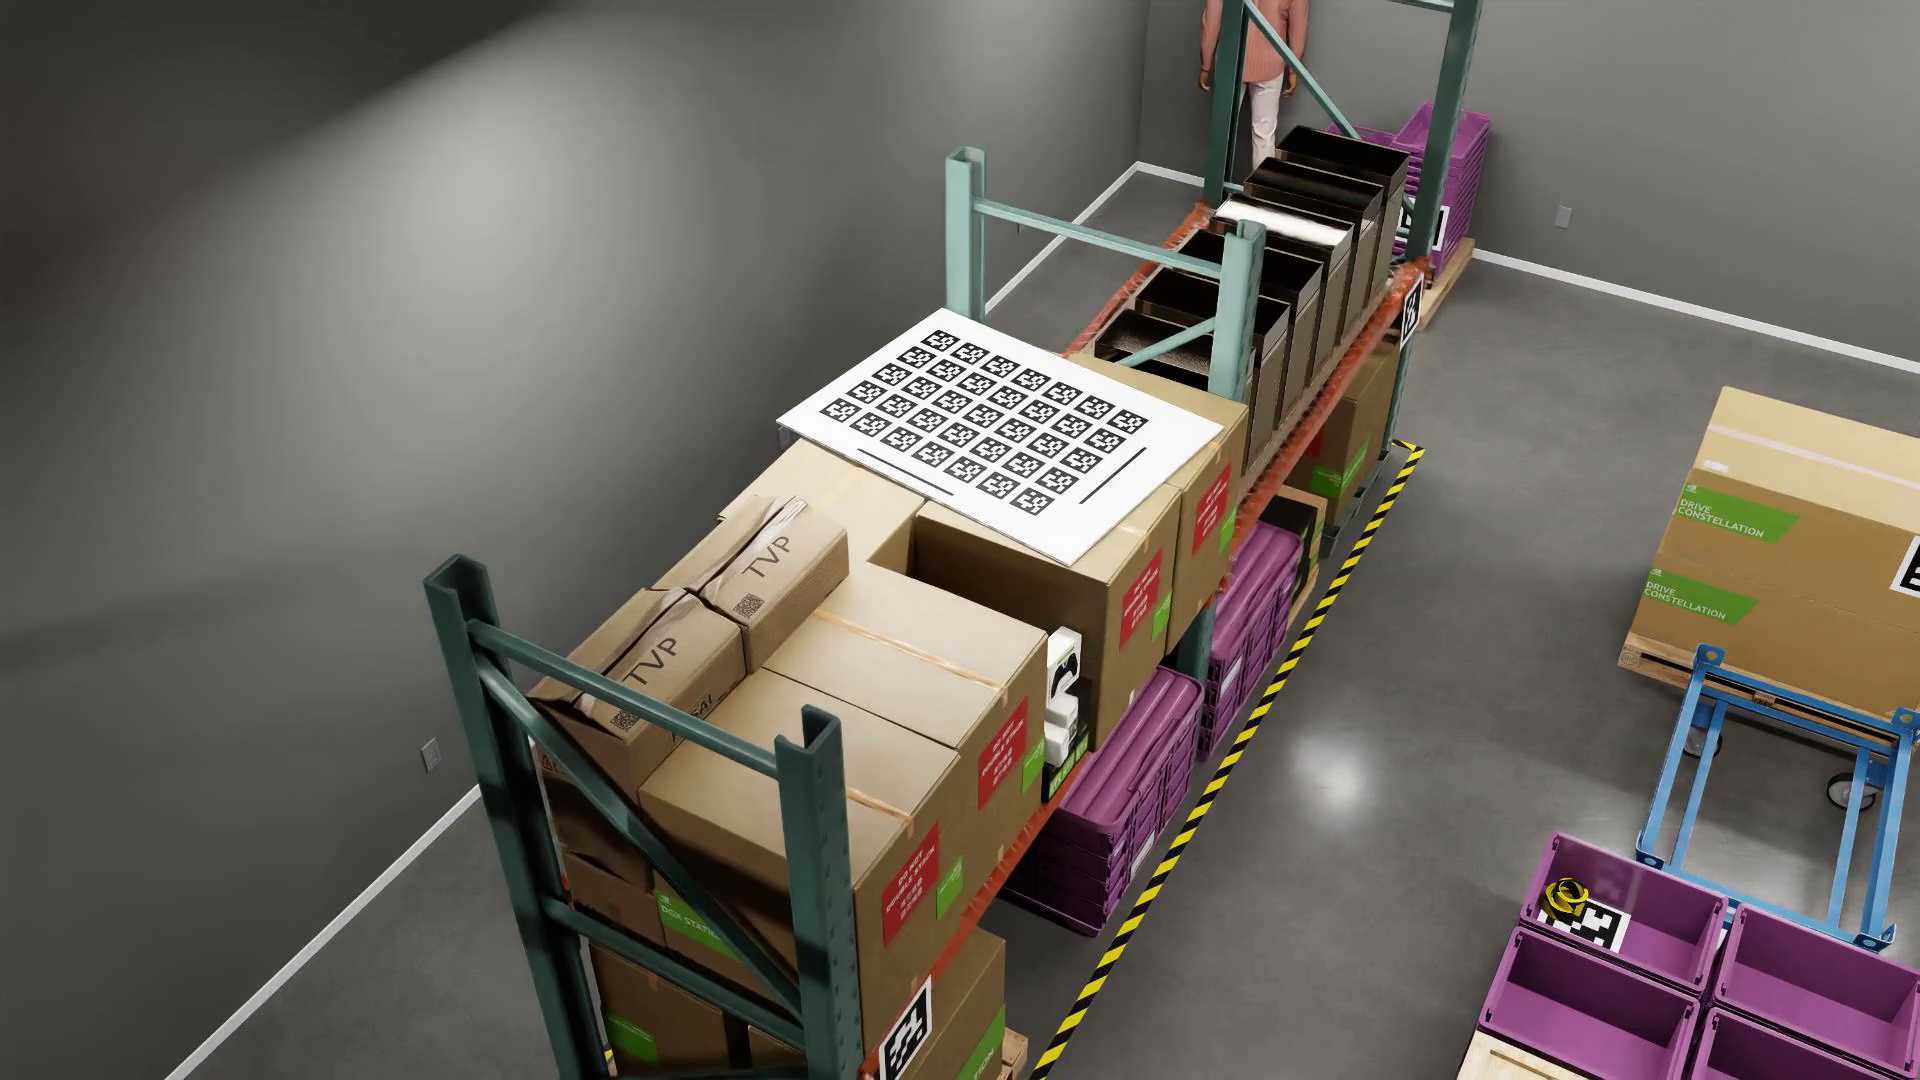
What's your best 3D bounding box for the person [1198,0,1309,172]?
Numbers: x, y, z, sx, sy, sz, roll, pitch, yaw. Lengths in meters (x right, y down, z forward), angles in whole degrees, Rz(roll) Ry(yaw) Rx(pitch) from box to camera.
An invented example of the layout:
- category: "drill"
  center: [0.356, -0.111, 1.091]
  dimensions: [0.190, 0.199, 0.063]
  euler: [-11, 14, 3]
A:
- category: "person"
  center: [1.733, -2.850, 9.950]
  dimensions: [0.618, 1.993, 0.396]
  euler: [5, 40, 5]
